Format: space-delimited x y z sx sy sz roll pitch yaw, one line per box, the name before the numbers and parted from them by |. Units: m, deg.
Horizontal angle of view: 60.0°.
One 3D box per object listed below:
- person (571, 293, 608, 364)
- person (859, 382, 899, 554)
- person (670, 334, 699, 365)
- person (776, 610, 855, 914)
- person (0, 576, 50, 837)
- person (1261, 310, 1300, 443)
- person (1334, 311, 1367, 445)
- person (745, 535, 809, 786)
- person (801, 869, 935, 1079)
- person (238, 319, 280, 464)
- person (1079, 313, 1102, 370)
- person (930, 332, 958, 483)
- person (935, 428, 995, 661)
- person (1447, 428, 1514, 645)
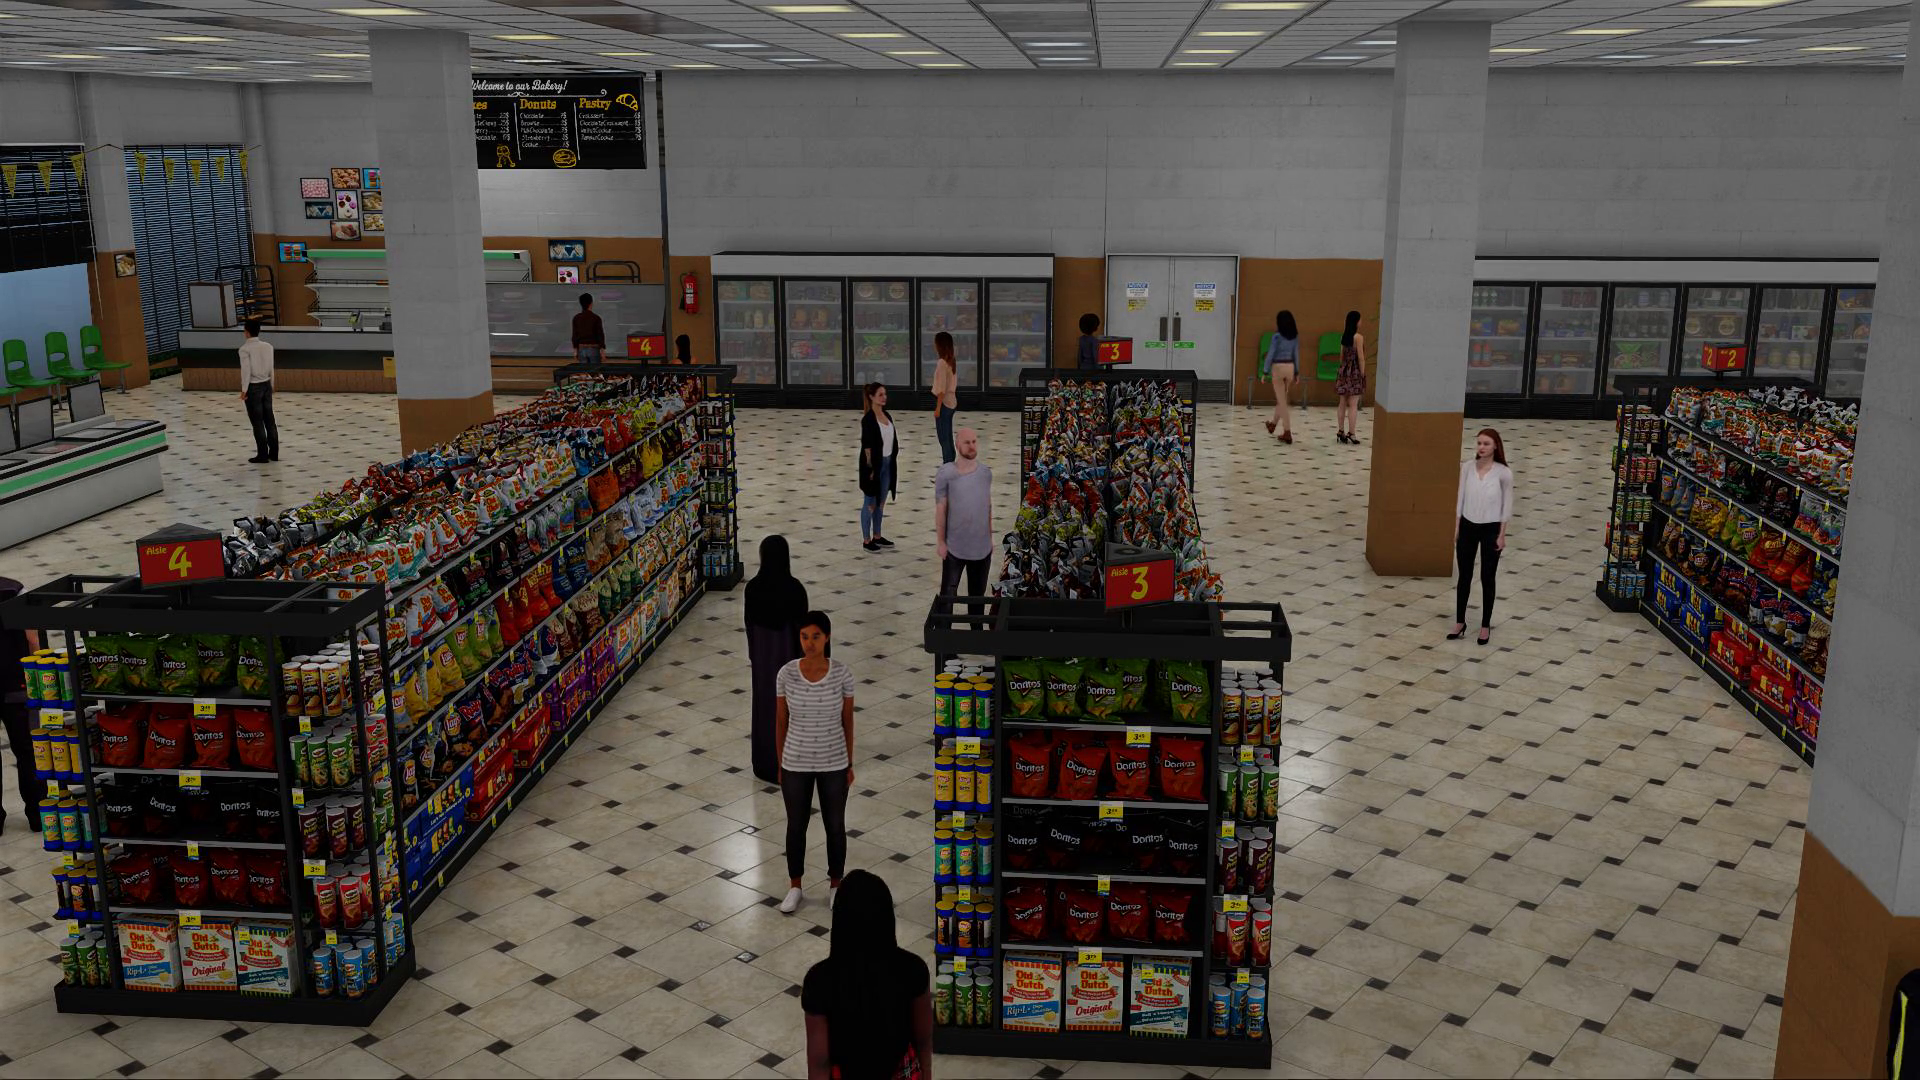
person | -5.508 -2.774 24.702 0.652 1.782 0.521 2 14 8
person | -0.836 -0.730 16.484 0.776 1.683 0.657 9 16 32
person | -3.428 -1.749 20.730 0.712 1.661 0.629 12 18 42
person | -0.763 1.162 8.762 0.582 1.646 0.546 0 14 0
person | -5.635 0.826 9.719 0.747 1.848 0.731 -5 14 -20
person | 4.377 -2.178 22.319 0.921 1.747 1.113 -6 15 -22
person | 5.239 -2.178 22.261 0.860 1.774 0.783 -7 16 -28
person | -1.155 0.744 10.560 0.668 1.611 0.680 6 15 22
person | -0.273 1.944 5.447 0.922 1.689 1.262 -4 14 -16
person | -8.843 -1.884 20.970 0.795 1.811 0.620 6 15 24
person | 1.750 -2.214 22.545 0.720 1.711 0.630 -8 16 -30
person | -0.171 -1.580 19.757 0.686 1.792 0.516 4 14 15
person | 0.047 0.019 13.065 0.757 1.838 0.784 -8 16 -30
person | 4.219 -0.036 13.465 0.664 1.758 0.683 11 17 38
